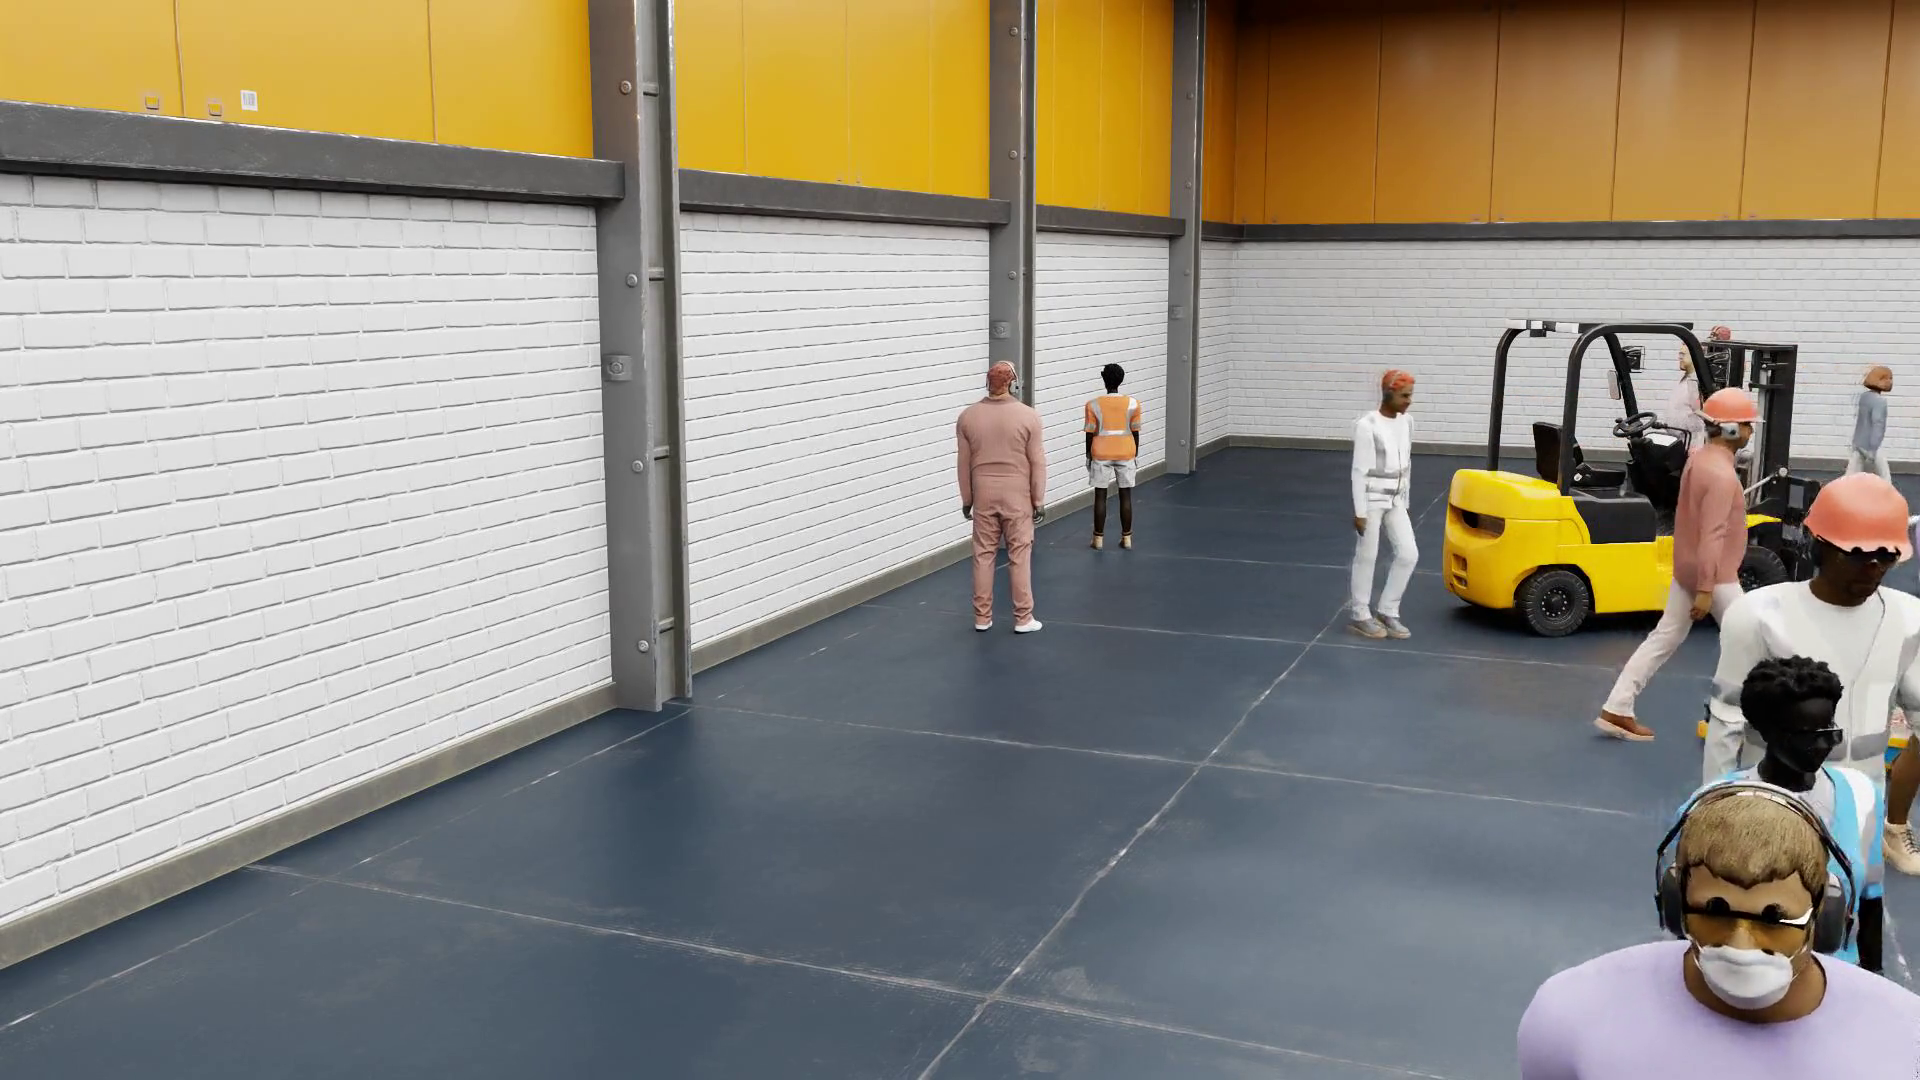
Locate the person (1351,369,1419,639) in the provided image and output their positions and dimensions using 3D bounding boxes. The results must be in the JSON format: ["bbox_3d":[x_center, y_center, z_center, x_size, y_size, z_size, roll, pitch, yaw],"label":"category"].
[{"bbox_3d":[2.907,-0.231,11.357,0.629,1.862,0.571,-7,12,-36],"label":"person"}]

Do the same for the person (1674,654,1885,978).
[{"bbox_3d":[1.942,1.071,4.075,0.536,1.676,0.739,-2,10,-13],"label":"person"}]

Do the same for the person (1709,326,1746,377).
[{"bbox_3d":[8.347,-1.412,18.407,0.651,1.906,0.403,-5,11,-28],"label":"person"}]

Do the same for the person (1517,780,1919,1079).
[{"bbox_3d":[1.129,1.232,2.447,0.631,1.900,0.970,4,10,21],"label":"person"}]

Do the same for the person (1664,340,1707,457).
[{"bbox_3d":[6.602,-0.869,15.108,0.405,1.911,0.636,0,9,3],"label":"person"}]

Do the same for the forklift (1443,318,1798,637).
[{"bbox_3d":[4.706,-0.497,11.990,2.313,2.155,1.214,-2,10,-10],"label":"forklift"}]

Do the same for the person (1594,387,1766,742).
[{"bbox_3d":[3.945,0.160,8.801,1.062,1.947,0.611,1,9,6],"label":"person"}]

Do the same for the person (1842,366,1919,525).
[{"bbox_3d":[8.969,-0.905,16.291,0.844,1.588,0.509,0,9,3],"label":"person"}]

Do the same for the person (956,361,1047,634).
[{"bbox_3d":[0.305,-0.294,11.624,0.637,1.911,0.406,3,10,18],"label":"person"}]

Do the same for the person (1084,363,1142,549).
[{"bbox_3d":[1.381,-0.752,15.073,0.529,1.690,0.321,0,9,-1],"label":"person"}]

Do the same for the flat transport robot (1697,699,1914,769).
[{"bbox_3d":[4.703,1.009,8.680,1.431,0.197,0.652,9,13,43],"label":"flat transport robot"}]

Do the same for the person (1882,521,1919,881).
[{"bbox_3d":[4.146,0.484,6.636,0.634,1.994,1.012,-2,10,-14],"label":"person"}]

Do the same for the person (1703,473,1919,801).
[{"bbox_3d":[2.515,0.799,4.753,0.644,1.982,1.014,-1,9,-3],"label":"person"}]
